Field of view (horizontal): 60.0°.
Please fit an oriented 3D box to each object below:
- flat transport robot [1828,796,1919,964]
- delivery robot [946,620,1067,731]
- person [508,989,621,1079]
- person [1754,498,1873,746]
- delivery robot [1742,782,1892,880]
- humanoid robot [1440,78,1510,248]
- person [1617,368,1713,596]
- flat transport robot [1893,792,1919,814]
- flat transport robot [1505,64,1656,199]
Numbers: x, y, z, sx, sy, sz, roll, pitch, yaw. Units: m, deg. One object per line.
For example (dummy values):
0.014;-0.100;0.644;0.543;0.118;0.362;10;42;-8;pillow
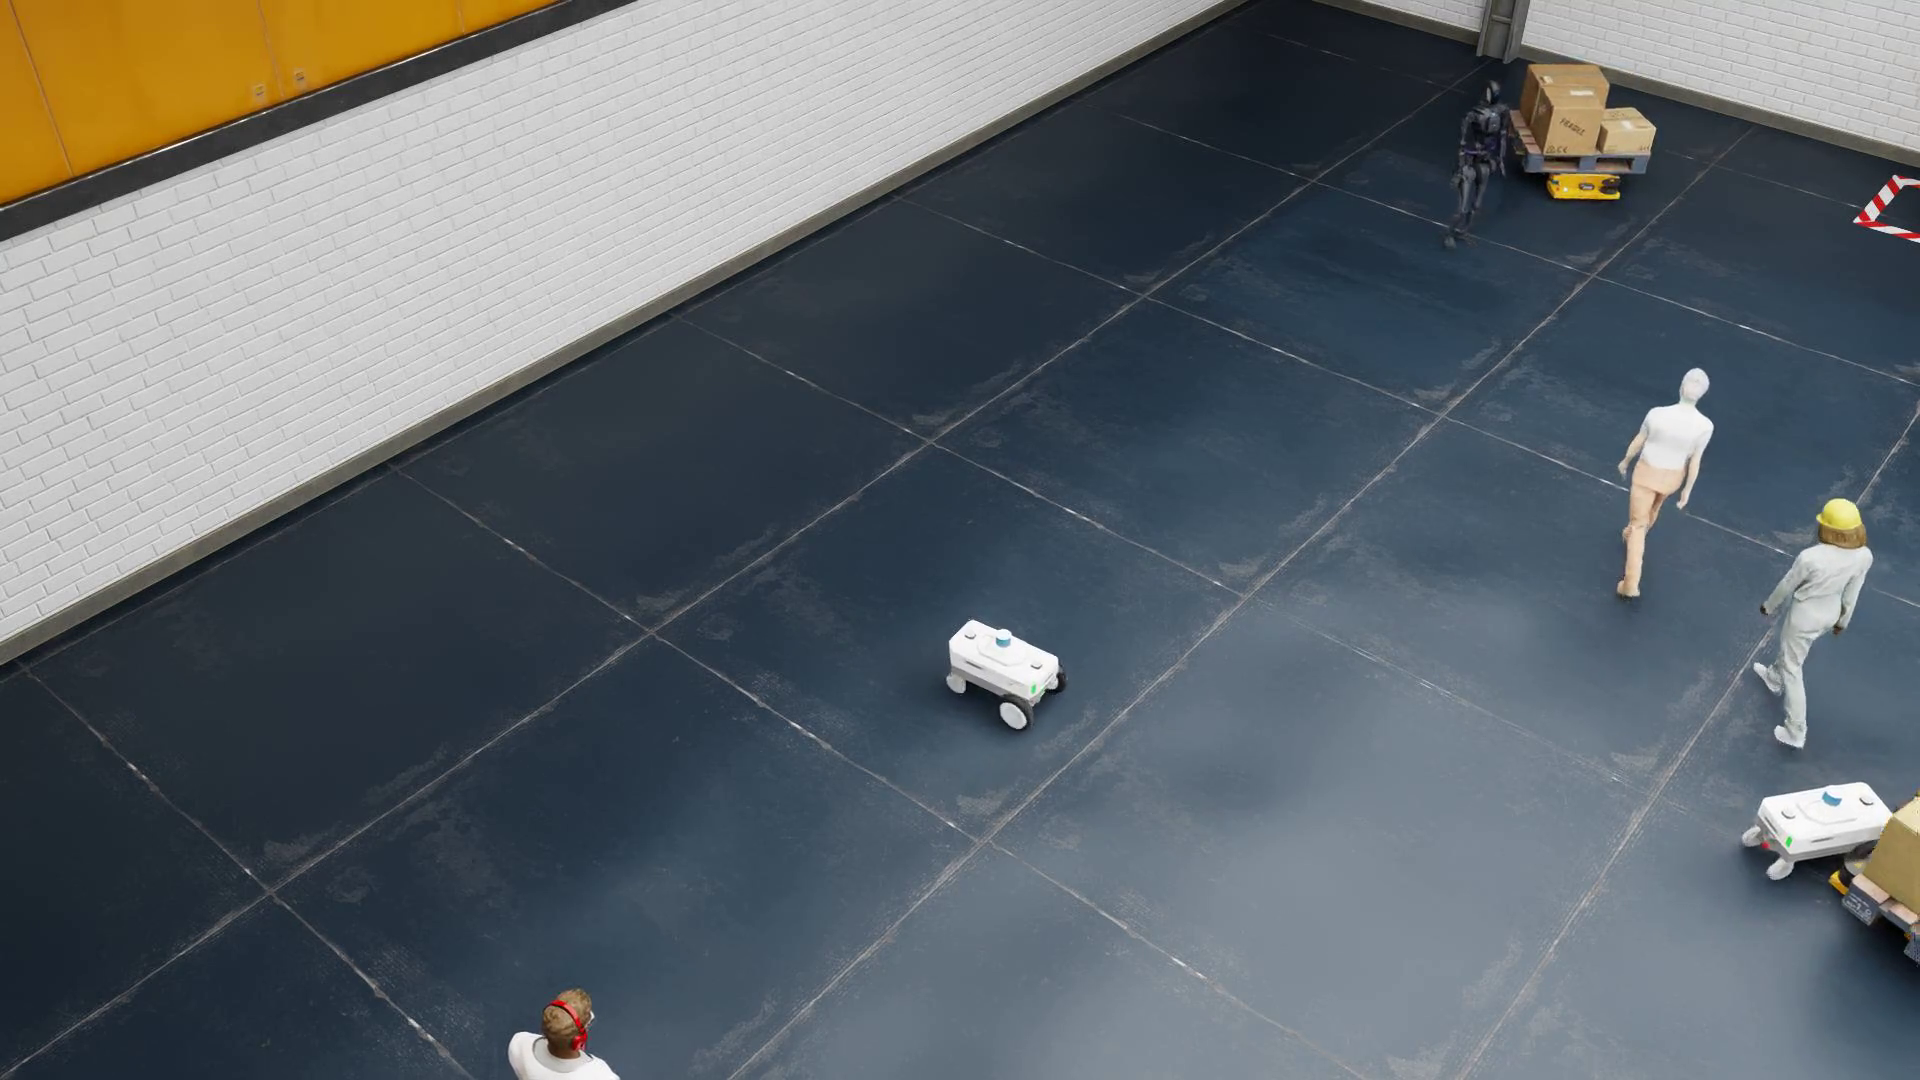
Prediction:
5.814;2.240;9.506;0.659;0.231;1.431;-22;44;-25;flat transport robot
0.283;0.838;11.006;0.757;0.580;0.499;23;44;26;delivery robot
-1.743;2.732;7.652;0.570;1.832;0.398;16;41;19;person
5.413;0.501;10.526;0.484;1.698;0.795;-8;40;-10;person
5.156;1.711;9.950;0.815;0.614;0.499;-7;39;-9;delivery robot
4.840;-3.512;15.524;0.583;1.655;0.337;-16;42;-19;humanoid robot
4.911;-0.421;11.667;0.470;1.700;0.901;5;39;7;person
6.354;1.944;9.874;0.659;0.231;1.431;-25;45;-28;flat transport robot
6.286;-3.912;17.142;0.659;0.231;1.431;1;39;1;flat transport robot
